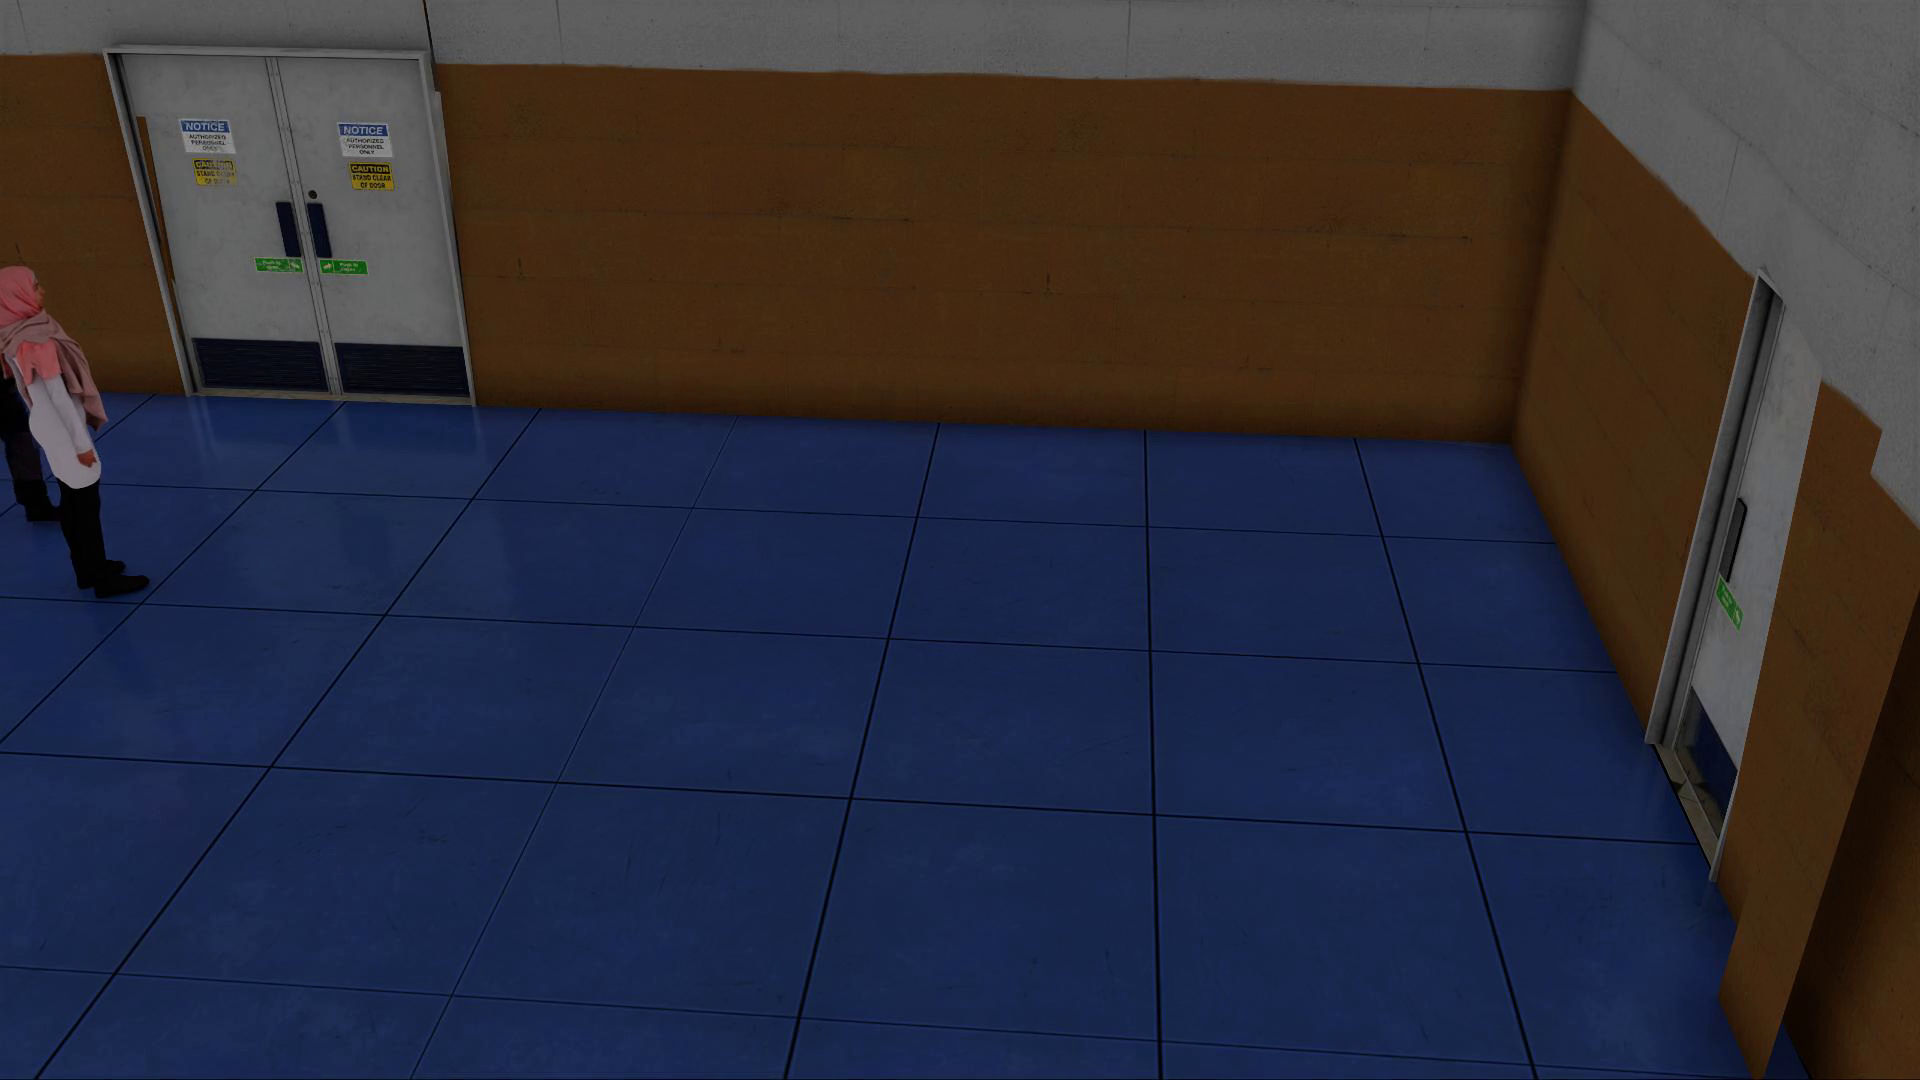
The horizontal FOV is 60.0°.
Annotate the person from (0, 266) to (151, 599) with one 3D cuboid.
[{"bbox_3d":[-4.613,-0.542,8.543,0.739,1.804,0.780,24,36,36],"label":"person"}]
